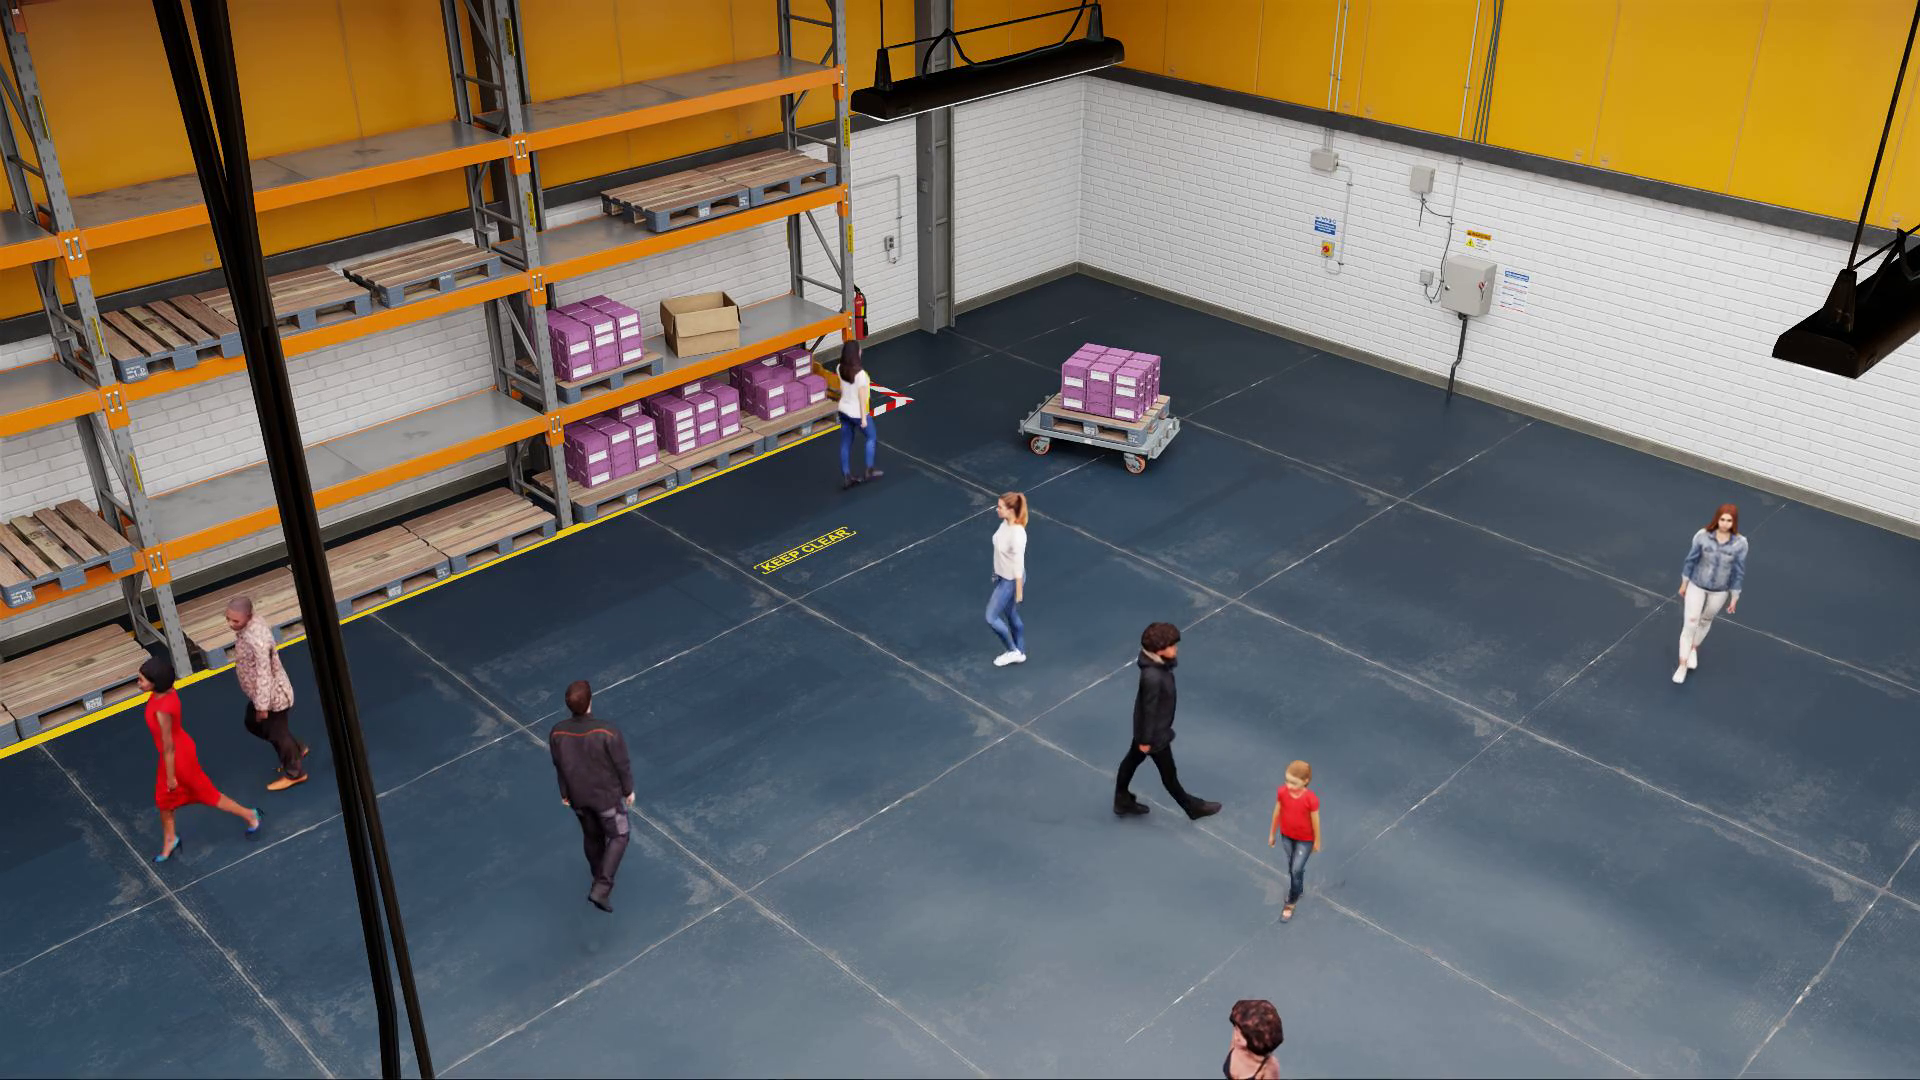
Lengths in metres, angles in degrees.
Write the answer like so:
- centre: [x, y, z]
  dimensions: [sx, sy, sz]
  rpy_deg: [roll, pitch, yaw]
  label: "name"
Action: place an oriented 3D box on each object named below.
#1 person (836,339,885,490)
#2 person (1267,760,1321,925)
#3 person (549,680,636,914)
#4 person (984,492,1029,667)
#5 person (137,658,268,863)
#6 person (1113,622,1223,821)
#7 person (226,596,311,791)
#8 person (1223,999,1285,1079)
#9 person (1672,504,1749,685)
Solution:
- centre: [-1.194, -1.297, 17.730]
  dimensions: [0.640, 1.669, 0.707]
  rpy_deg: [25, 37, 37]
  label: "person"
- centre: [2.450, 2.084, 11.929]
  dimensions: [0.528, 1.287, 0.682]
  rpy_deg: [21, 35, 34]
  label: "person"
- centre: [-2.605, 1.850, 11.798]
  dimensions: [1.017, 1.823, 1.116]
  rpy_deg: [5, 29, 9]
  label: "person"
- centre: [0.523, 0.356, 14.659]
  dimensions: [0.797, 1.707, 0.746]
  rpy_deg: [-3, 29, -5]
  label: "person"
- centre: [-5.690, 1.626, 12.330]
  dimensions: [1.138, 1.707, 0.781]
  rpy_deg: [-15, 32, -26]
  label: "person"
- centre: [1.384, 1.413, 12.687]
  dimensions: [1.104, 1.740, 1.098]
  rpy_deg: [3, 29, 6]
  label: "person"
- centre: [-5.363, 1.165, 13.096]
  dimensions: [0.745, 1.783, 0.785]
  rpy_deg: [-16, 32, -27]
  label: "person"
- centre: [1.685, 3.232, 9.332]
  dimensions: [1.031, 1.759, 0.722]
  rpy_deg: [-17, 33, -28]
  label: "person"
- centre: [6.580, 0.396, 14.617]
  dimensions: [0.867, 1.677, 1.043]
  rpy_deg: [11, 30, 19]
  label: "person"
